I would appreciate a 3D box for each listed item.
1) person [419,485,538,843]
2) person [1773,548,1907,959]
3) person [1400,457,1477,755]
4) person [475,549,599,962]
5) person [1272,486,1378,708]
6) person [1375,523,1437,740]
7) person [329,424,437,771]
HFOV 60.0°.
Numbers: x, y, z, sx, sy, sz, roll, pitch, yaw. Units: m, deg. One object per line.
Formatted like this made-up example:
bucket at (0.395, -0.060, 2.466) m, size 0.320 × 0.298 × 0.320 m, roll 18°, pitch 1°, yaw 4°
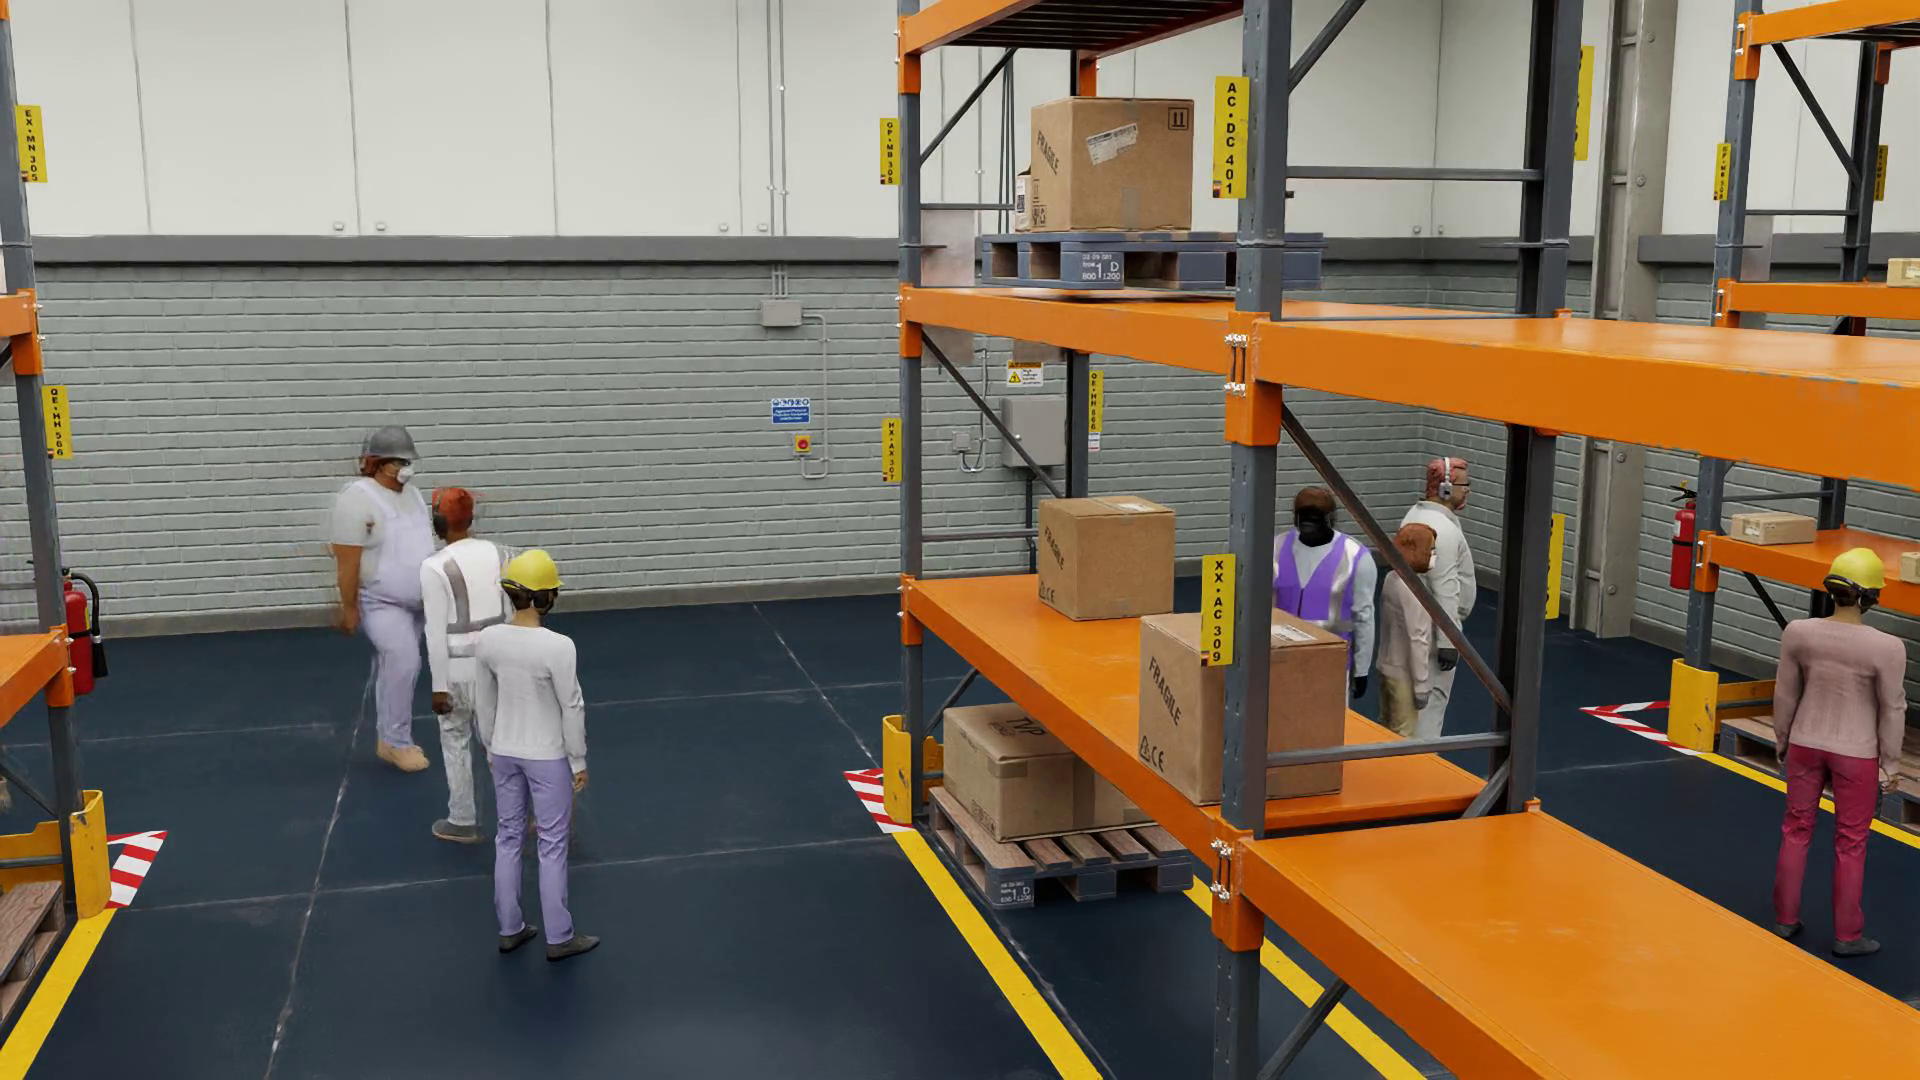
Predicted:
person at (-2.394, 0.650, 8.376) m, size 0.713 × 1.862 × 0.589 m, roll 5°, pitch 11°, yaw 27°
person at (3.789, 0.907, 7.185) m, size 0.328 × 1.767 × 0.530 m, roll -8°, pitch 13°, yaw -38°
person at (2.633, 0.489, 9.171) m, size 0.401 × 1.906 × 0.651 m, roll 0°, pitch 10°, yaw 0°
person at (-1.816, 0.916, 7.135) m, size 0.531 × 1.767 × 0.328 m, roll 5°, pitch 11°, yaw 24°
person at (1.821, 0.626, 8.614) m, size 0.634 × 1.836 × 0.429 m, roll 6°, pitch 12°, yaw 32°
person at (2.312, 0.716, 8.648) m, size 0.283 × 1.633 × 0.498 m, roll -1°, pitch 10°, yaw -3°
person at (-3.236, 0.328, 9.705) m, size 0.657 × 2.000 × 0.699 m, roll 3°, pitch 10°, yaw 16°
